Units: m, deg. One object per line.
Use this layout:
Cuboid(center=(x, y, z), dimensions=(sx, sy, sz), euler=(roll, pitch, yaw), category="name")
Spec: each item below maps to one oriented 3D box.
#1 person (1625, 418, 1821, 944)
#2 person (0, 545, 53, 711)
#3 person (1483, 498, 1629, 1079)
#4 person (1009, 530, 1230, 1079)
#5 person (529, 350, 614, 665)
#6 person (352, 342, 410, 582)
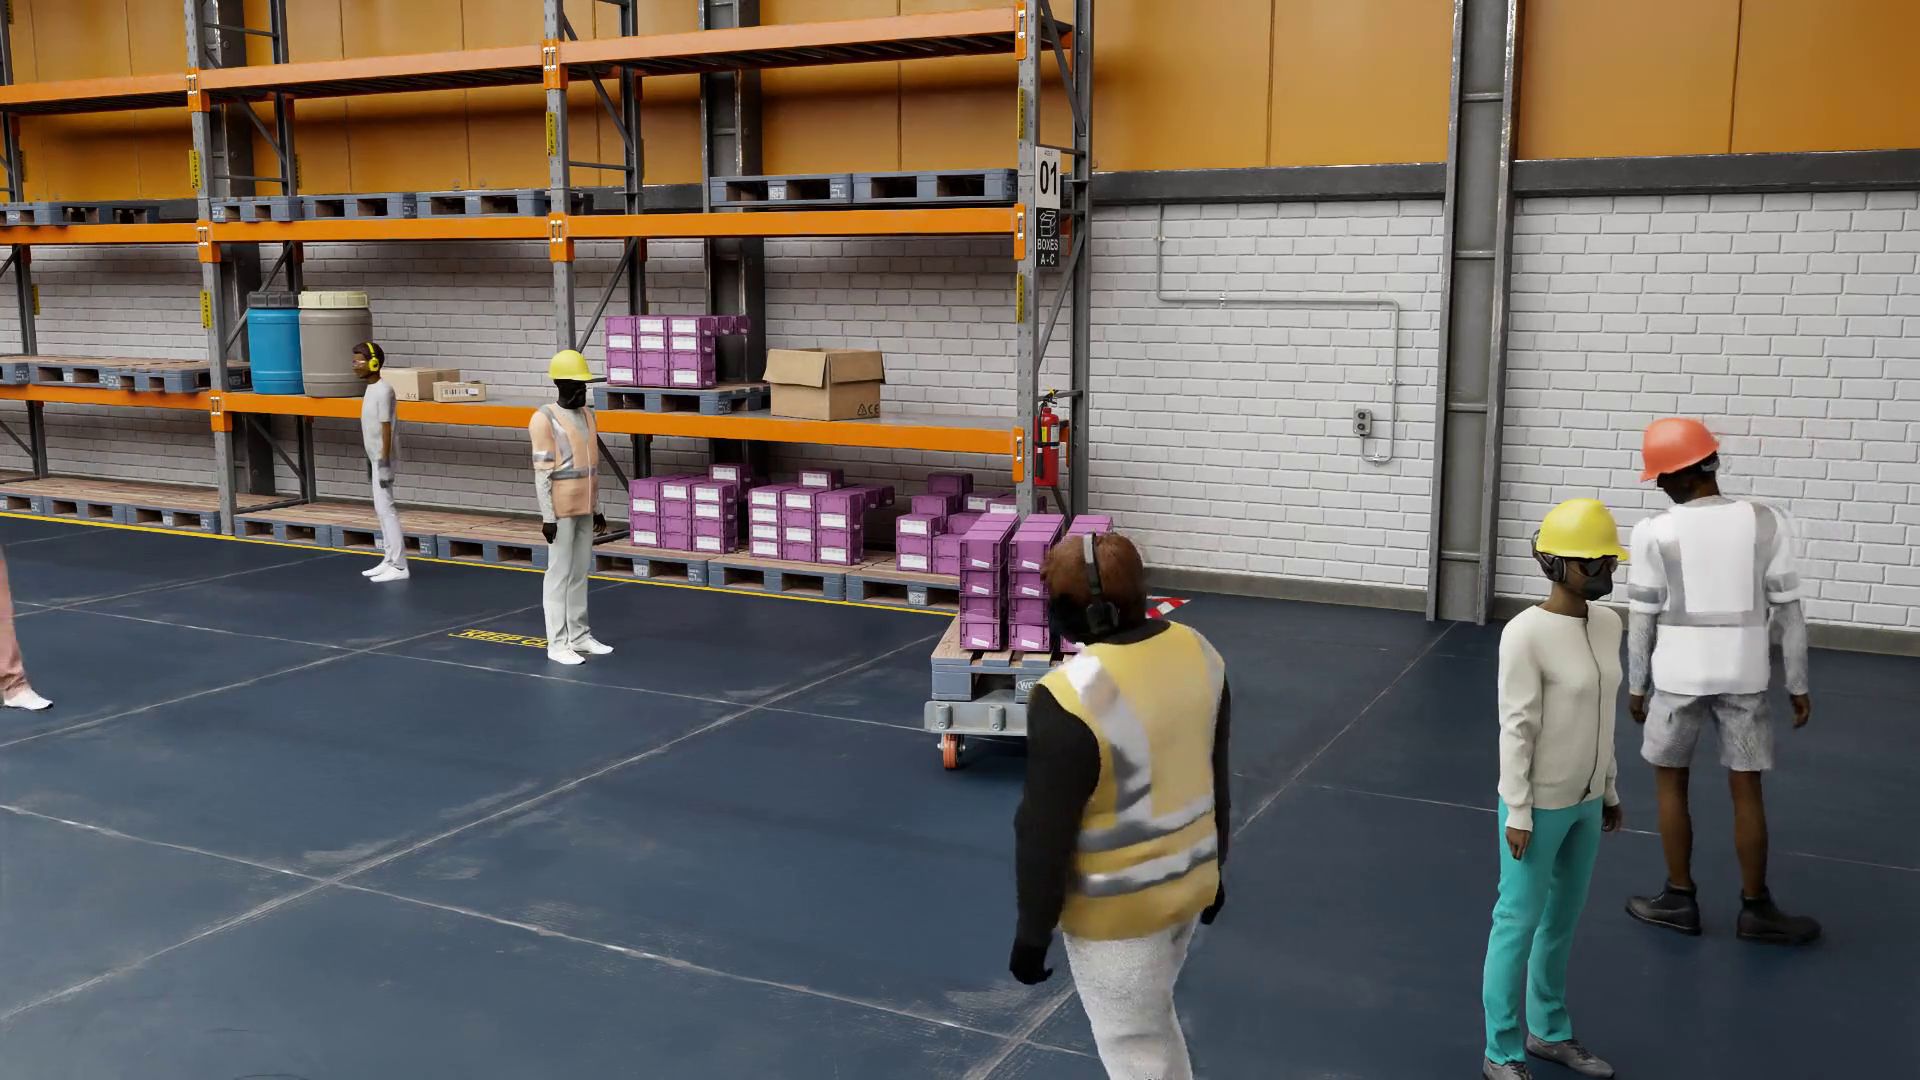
Cuboid(center=(2.784, 0.510, 6.014), dimensions=(0.736, 1.891, 0.414), euler=(2, 9, 12), category="person")
Cuboid(center=(-5.529, 0.019, 9.091), dimensions=(0.975, 1.865, 0.658), euler=(3, 10, 19), category="person")
Cuboid(center=(1.753, 0.753, 4.848), dimensions=(0.524, 1.769, 0.308), euler=(-7, 12, -37), category="person")
Cuboid(center=(0.397, 0.868, 4.019), dimensions=(0.466, 1.813, 0.669), euler=(8, 12, 39), category="person")
Cuboid(center=(-2.391, -0.206, 10.267), dimensions=(0.369, 1.927, 0.589), euler=(4, 10, 21), category="person")
Cuboid(center=(-4.523, -0.607, 12.962), dimensions=(0.318, 1.860, 0.512), euler=(-5, 11, -30), category="person")
